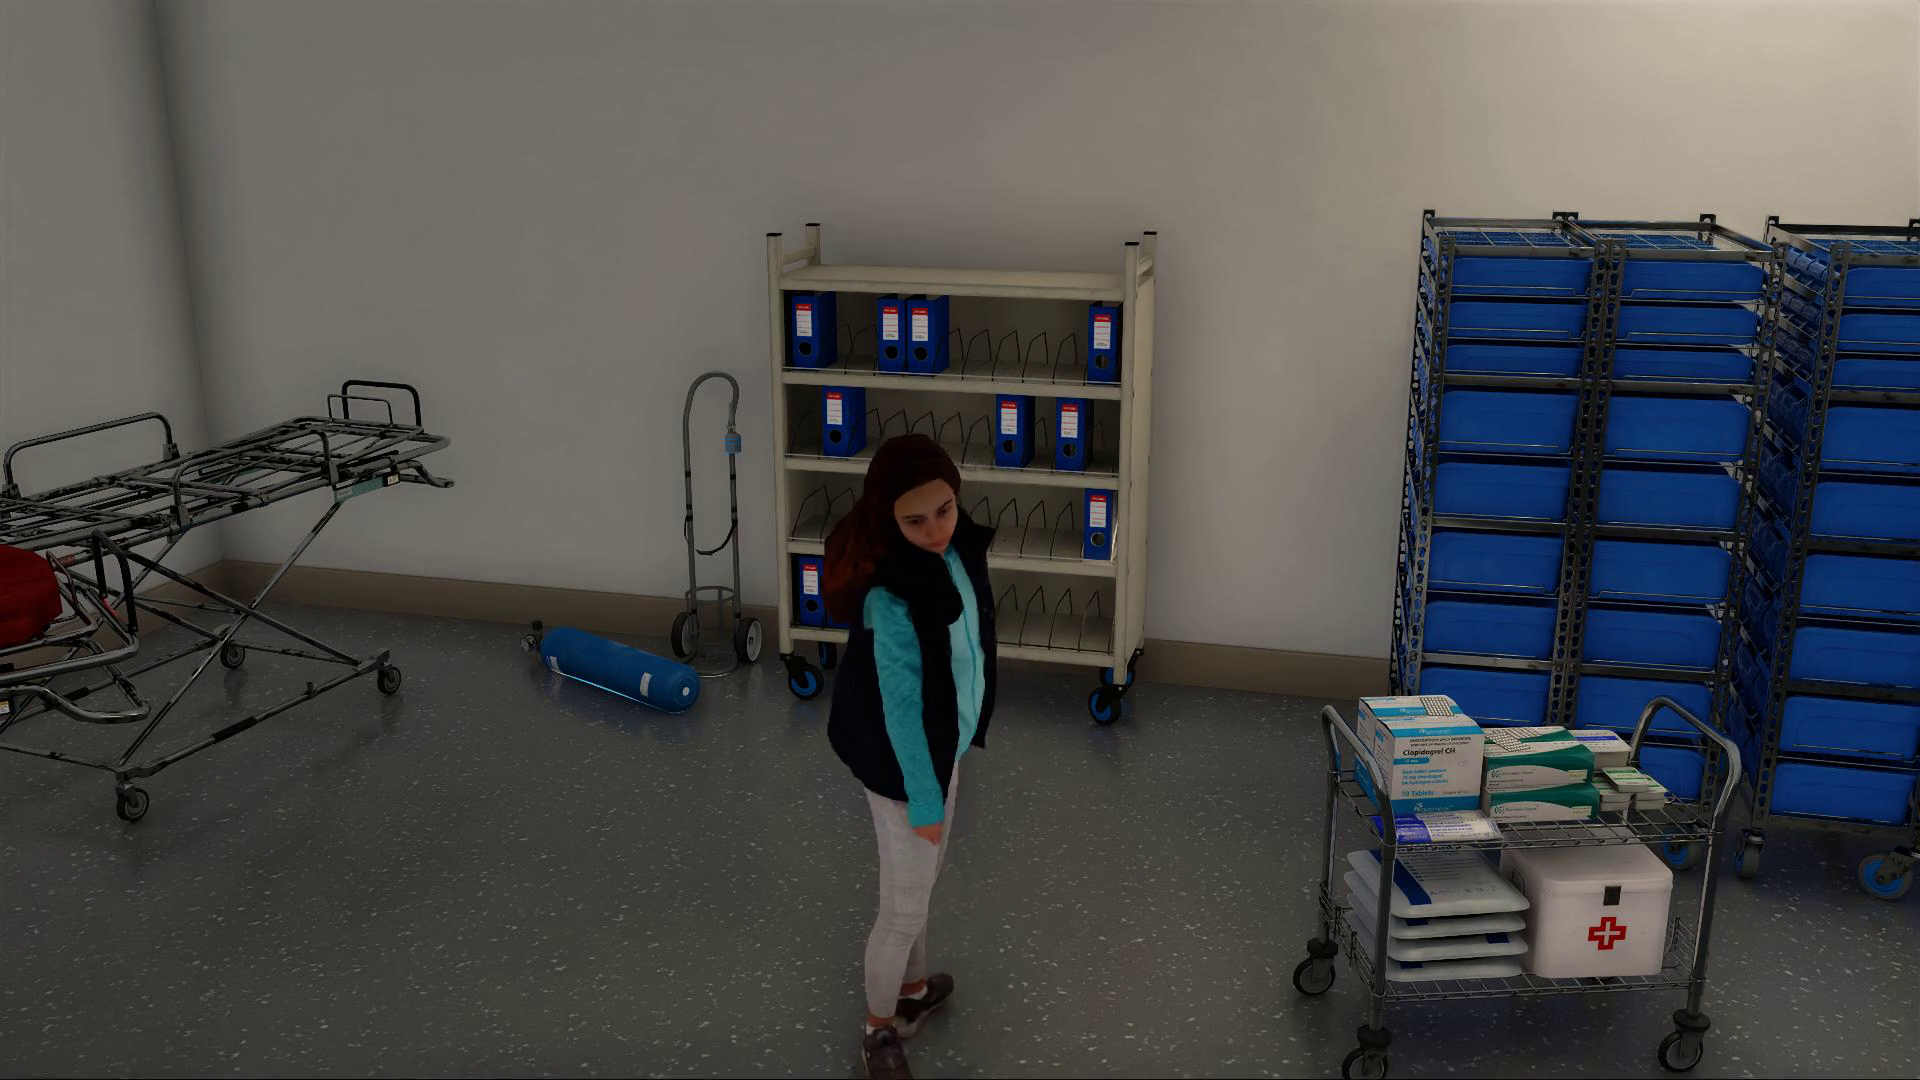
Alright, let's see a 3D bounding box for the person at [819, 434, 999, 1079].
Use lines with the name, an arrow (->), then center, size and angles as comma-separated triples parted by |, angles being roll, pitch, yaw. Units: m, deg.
person -> -0.104, 0.446, 3.632 | 0.714, 1.468, 0.495 | 1, 16, 2
